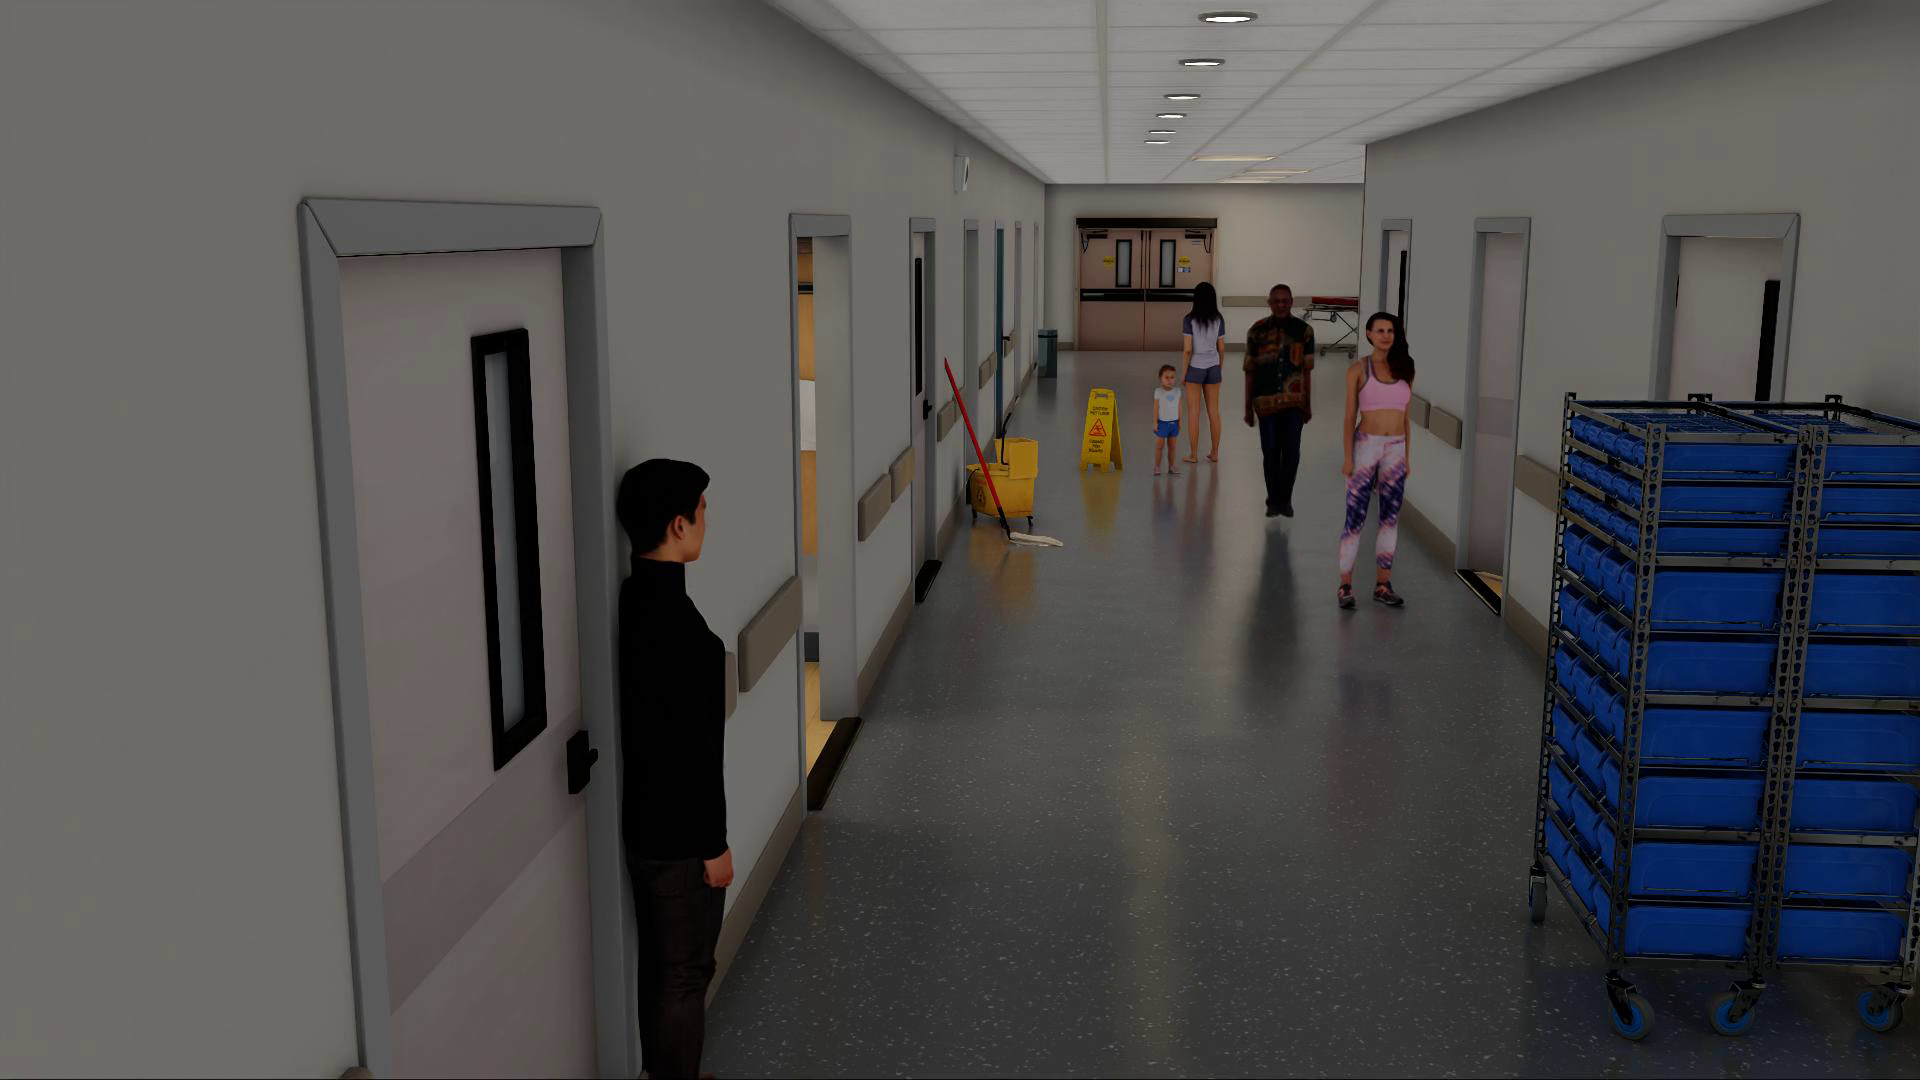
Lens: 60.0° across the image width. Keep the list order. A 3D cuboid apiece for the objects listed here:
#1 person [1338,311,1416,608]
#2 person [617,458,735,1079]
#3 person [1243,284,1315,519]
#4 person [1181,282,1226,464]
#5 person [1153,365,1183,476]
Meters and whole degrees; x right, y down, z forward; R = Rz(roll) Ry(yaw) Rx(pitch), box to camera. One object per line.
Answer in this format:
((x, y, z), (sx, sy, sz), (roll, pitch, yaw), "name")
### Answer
((2.499, -0.484, 9.966), (0.642, 1.767, 0.597), (-2, 11, -9), "person")
((-0.723, 0.657, 4.071), (0.778, 1.723, 0.692), (-7, 13, -34), "person")
((2.465, -1.065, 12.848), (0.713, 1.793, 0.720), (2, 11, 10), "person")
((2.341, -1.619, 16.035), (0.649, 1.734, 0.625), (-3, 11, -15), "person")
((1.897, -1.100, 15.223), (0.462, 1.016, 0.478), (-2, 11, -11), "person")
